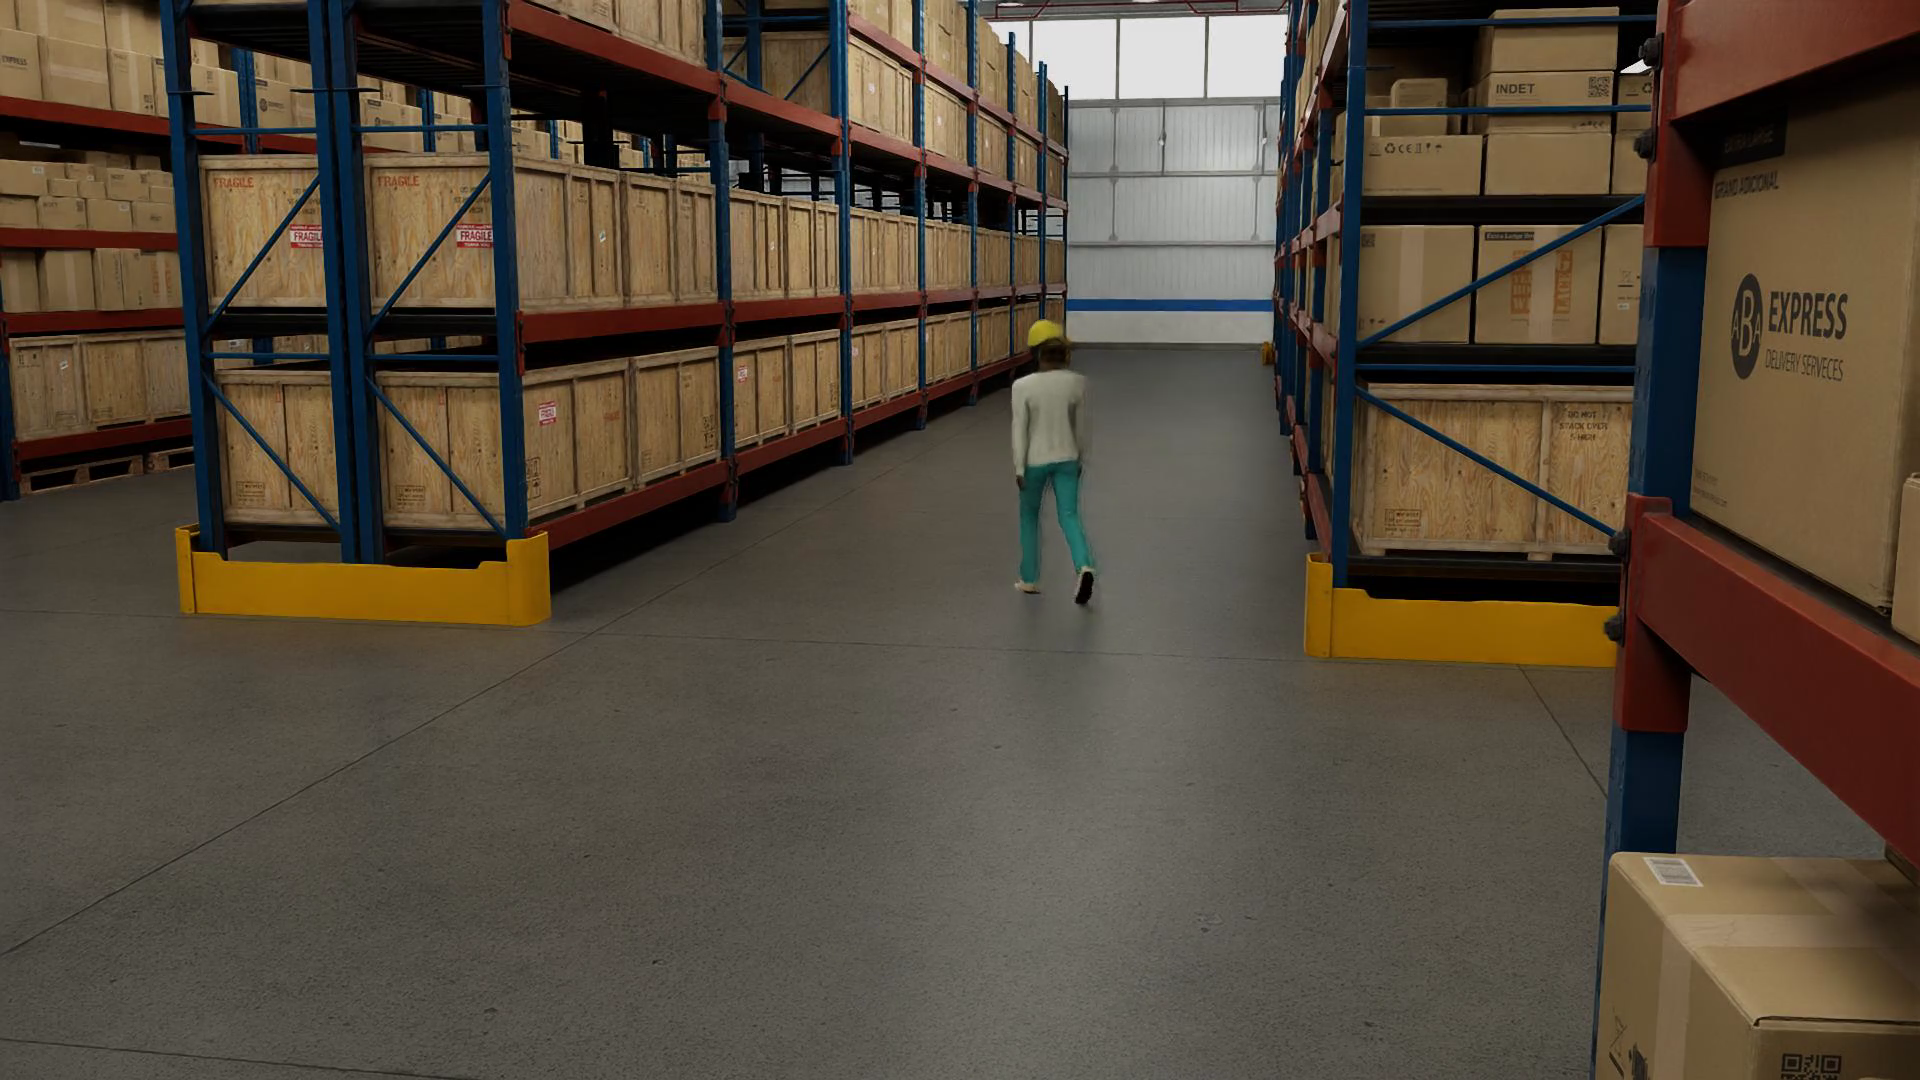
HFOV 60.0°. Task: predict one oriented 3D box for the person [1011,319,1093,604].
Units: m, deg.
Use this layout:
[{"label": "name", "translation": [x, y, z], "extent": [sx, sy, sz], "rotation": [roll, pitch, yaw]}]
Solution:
[{"label": "person", "translation": [0.571, -0.483, 10.220], "extent": [0.526, 1.740, 0.769], "rotation": [-3, 10, -18]}]
